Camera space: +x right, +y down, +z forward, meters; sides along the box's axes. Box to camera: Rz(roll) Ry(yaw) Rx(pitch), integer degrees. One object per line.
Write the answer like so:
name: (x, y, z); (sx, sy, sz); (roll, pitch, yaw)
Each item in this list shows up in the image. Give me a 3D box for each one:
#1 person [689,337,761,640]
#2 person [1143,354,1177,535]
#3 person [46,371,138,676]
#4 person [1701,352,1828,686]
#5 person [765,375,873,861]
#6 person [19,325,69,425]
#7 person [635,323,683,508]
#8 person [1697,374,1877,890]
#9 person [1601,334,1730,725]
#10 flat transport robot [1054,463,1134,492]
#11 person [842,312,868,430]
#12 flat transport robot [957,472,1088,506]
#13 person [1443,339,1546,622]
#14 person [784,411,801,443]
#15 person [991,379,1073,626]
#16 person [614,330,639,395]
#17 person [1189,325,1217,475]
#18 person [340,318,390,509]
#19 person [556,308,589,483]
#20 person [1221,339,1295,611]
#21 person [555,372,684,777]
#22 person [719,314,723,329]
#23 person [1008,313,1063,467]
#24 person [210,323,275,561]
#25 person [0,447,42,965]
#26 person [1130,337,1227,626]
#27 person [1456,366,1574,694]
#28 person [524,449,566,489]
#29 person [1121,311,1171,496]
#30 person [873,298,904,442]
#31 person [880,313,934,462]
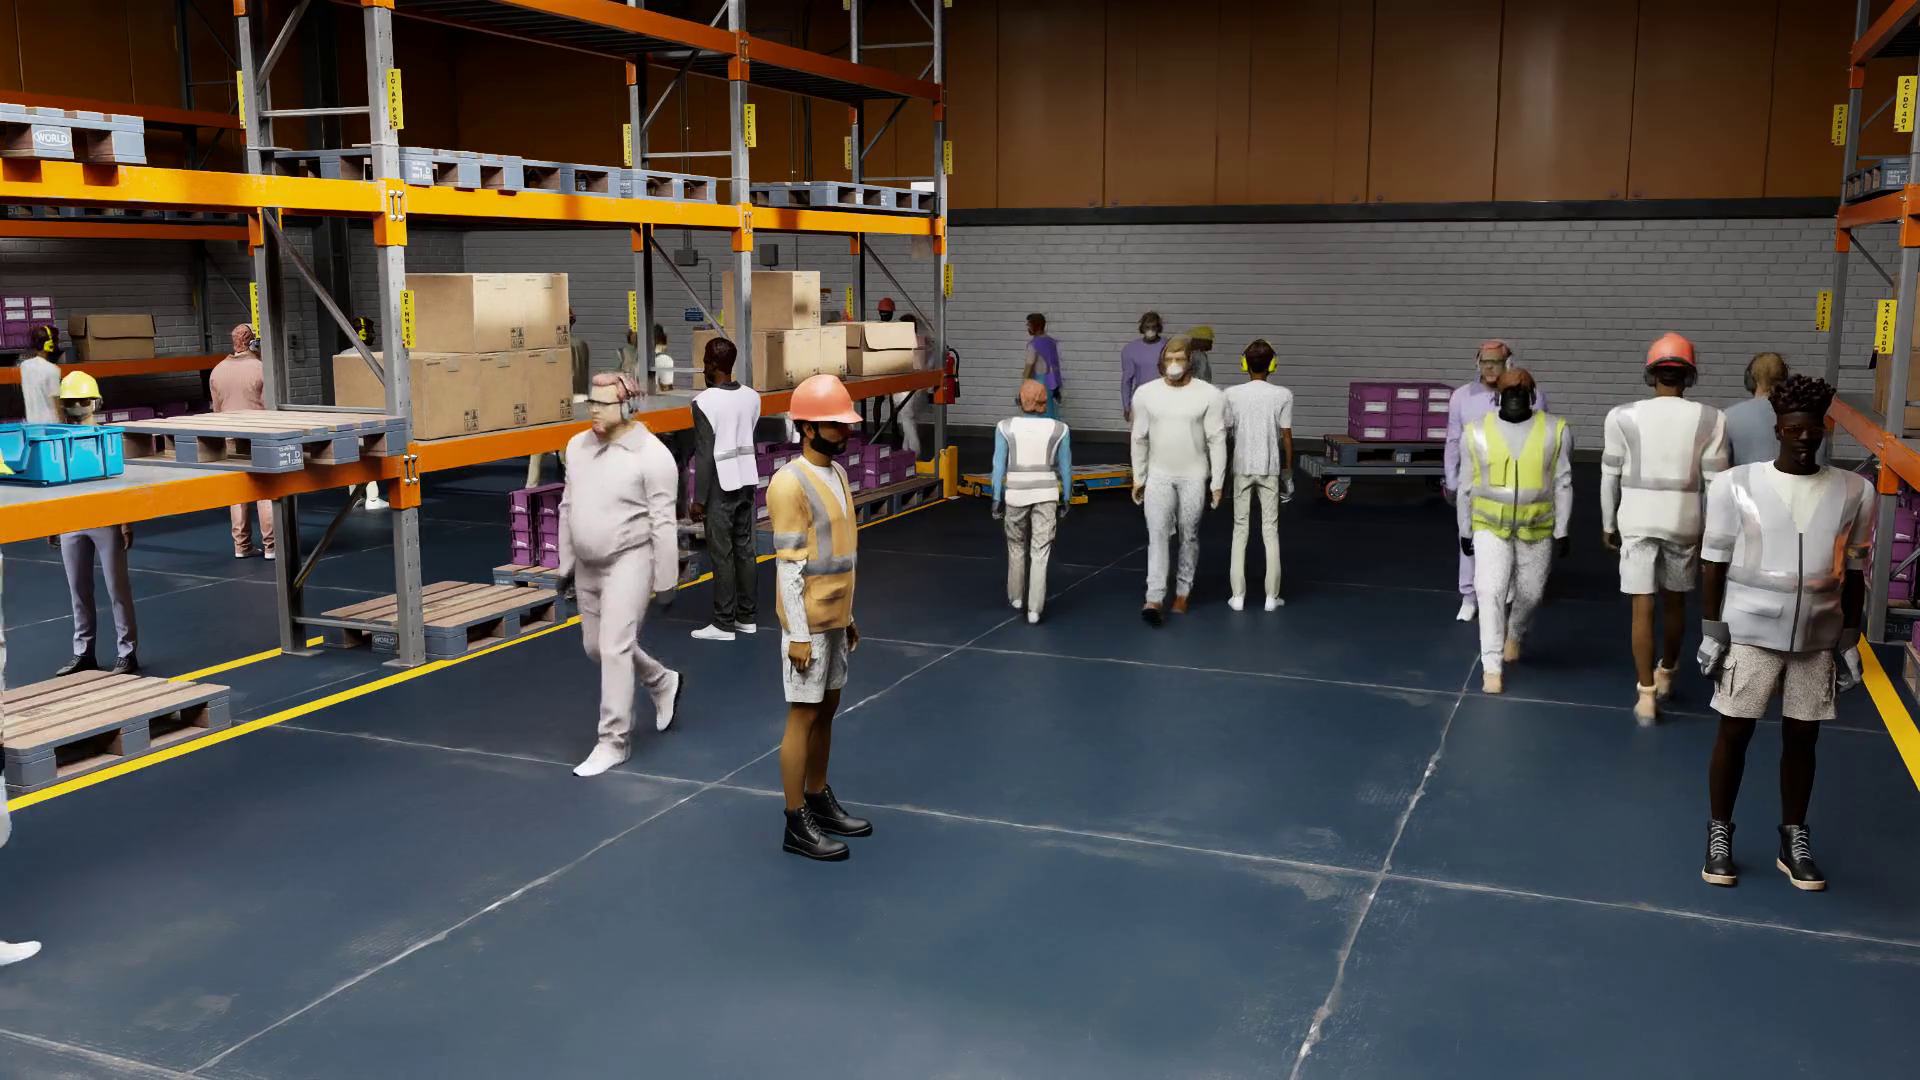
person: (-1.483, -0.321, 10.556); (0.392, 1.919, 0.591); (5, 11, 29)
person: (1.855, -0.879, 14.857); (0.522, 1.621, 0.634); (2, 9, 9)
person: (-5.015, -0.087, 9.590); (0.533, 1.772, 0.297); (1, 9, 4)
person: (4.622, -0.138, 9.596); (0.635, 1.875, 1.068); (1, 9, 5)
person: (-0.553, 0.304, 6.712); (0.357, 1.938, 0.542); (3, 10, 17)
person: (-8.027, -0.966, 14.667); (0.546, 1.852, 0.415); (5, 11, 28)
person: (-2.933, -1.177, 16.062); (0.514, 1.818, 0.452); (7, 12, 35)
person: (3.128, 0.352, 6.333); (0.606, 1.966, 0.367); (2, 10, 10)
person: (3.703, -0.080, 8.825); (0.607, 2.001, 0.942); (3, 10, 18)
flat transport robot: (1.360, -0.648, 17.518); (1.431, 0.197, 0.652); (-5, 11, -30)
person: (-1.203, -1.549, 18.021); (1.052, 1.921, 0.691); (0, 9, -2)
flat transport robot: (0.612, -0.523, 16.760); (0.652, 0.197, 1.431); (-6, 11, -31)
person: (3.584, -0.410, 11.192); (0.662, 1.886, 0.663); (4, 10, 24)
person: (-1.918, -1.802, 19.772); (0.599, 1.841, 0.950); (3, 10, 16)
person: (0.485, -0.271, 11.158); (0.545, 1.604, 0.784); (1, 9, 3)
person: (-4.044, -1.856, 20.752); (0.528, 1.618, 0.547); (-1, 9, -7)
person: (2.604, -1.557, 18.676); (0.789, 1.715, 0.491); (-1, 9, -4)
person: (-5.818, -1.228, 16.224); (0.526, 1.862, 0.315); (6, 11, 30)
person: (-3.976, -1.379, 16.767); (0.400, 1.986, 0.615); (5, 11, 27)
person: (2.037, -0.440, 11.439); (0.533, 1.864, 0.310); (2, 10, 12)
person: (-1.607, 0.126, 7.963); (0.644, 1.884, 0.795); (7, 12, 35)
person: (-2.511, -1.562, 18.199); (0.980, 1.872, 0.606); (0, 9, 2)
person: (0.886, -1.760, 19.623); (0.914, 1.799, 0.575); (4, 10, 25)
person: (-5.671, -0.782, 13.388); (0.643, 1.909, 0.410); (3, 10, 19)
person: (-3.297, 0.554, 5.322); (0.597, 1.900, 0.638); (5, 11, 27)
person: (1.427, -0.382, 11.002); (0.655, 1.888, 0.985); (2, 10, 14)
person: (3.138, -0.085, 9.449); (0.624, 1.819, 0.819); (3, 10, 15)
person: (-4.070, -1.116, 16.371); (0.506, 1.577, 0.889); (3, 10, 17)
person: (1.961, -1.379, 17.027); (0.646, 1.908, 0.491); (1, 9, 9)
person: (-0.989, -2.288, 22.422); (0.545, 1.938, 0.362); (3, 10, 15)
person: (-0.595, -1.821, 20.017); (0.628, 1.808, 0.923); (-4, 10, -23)
